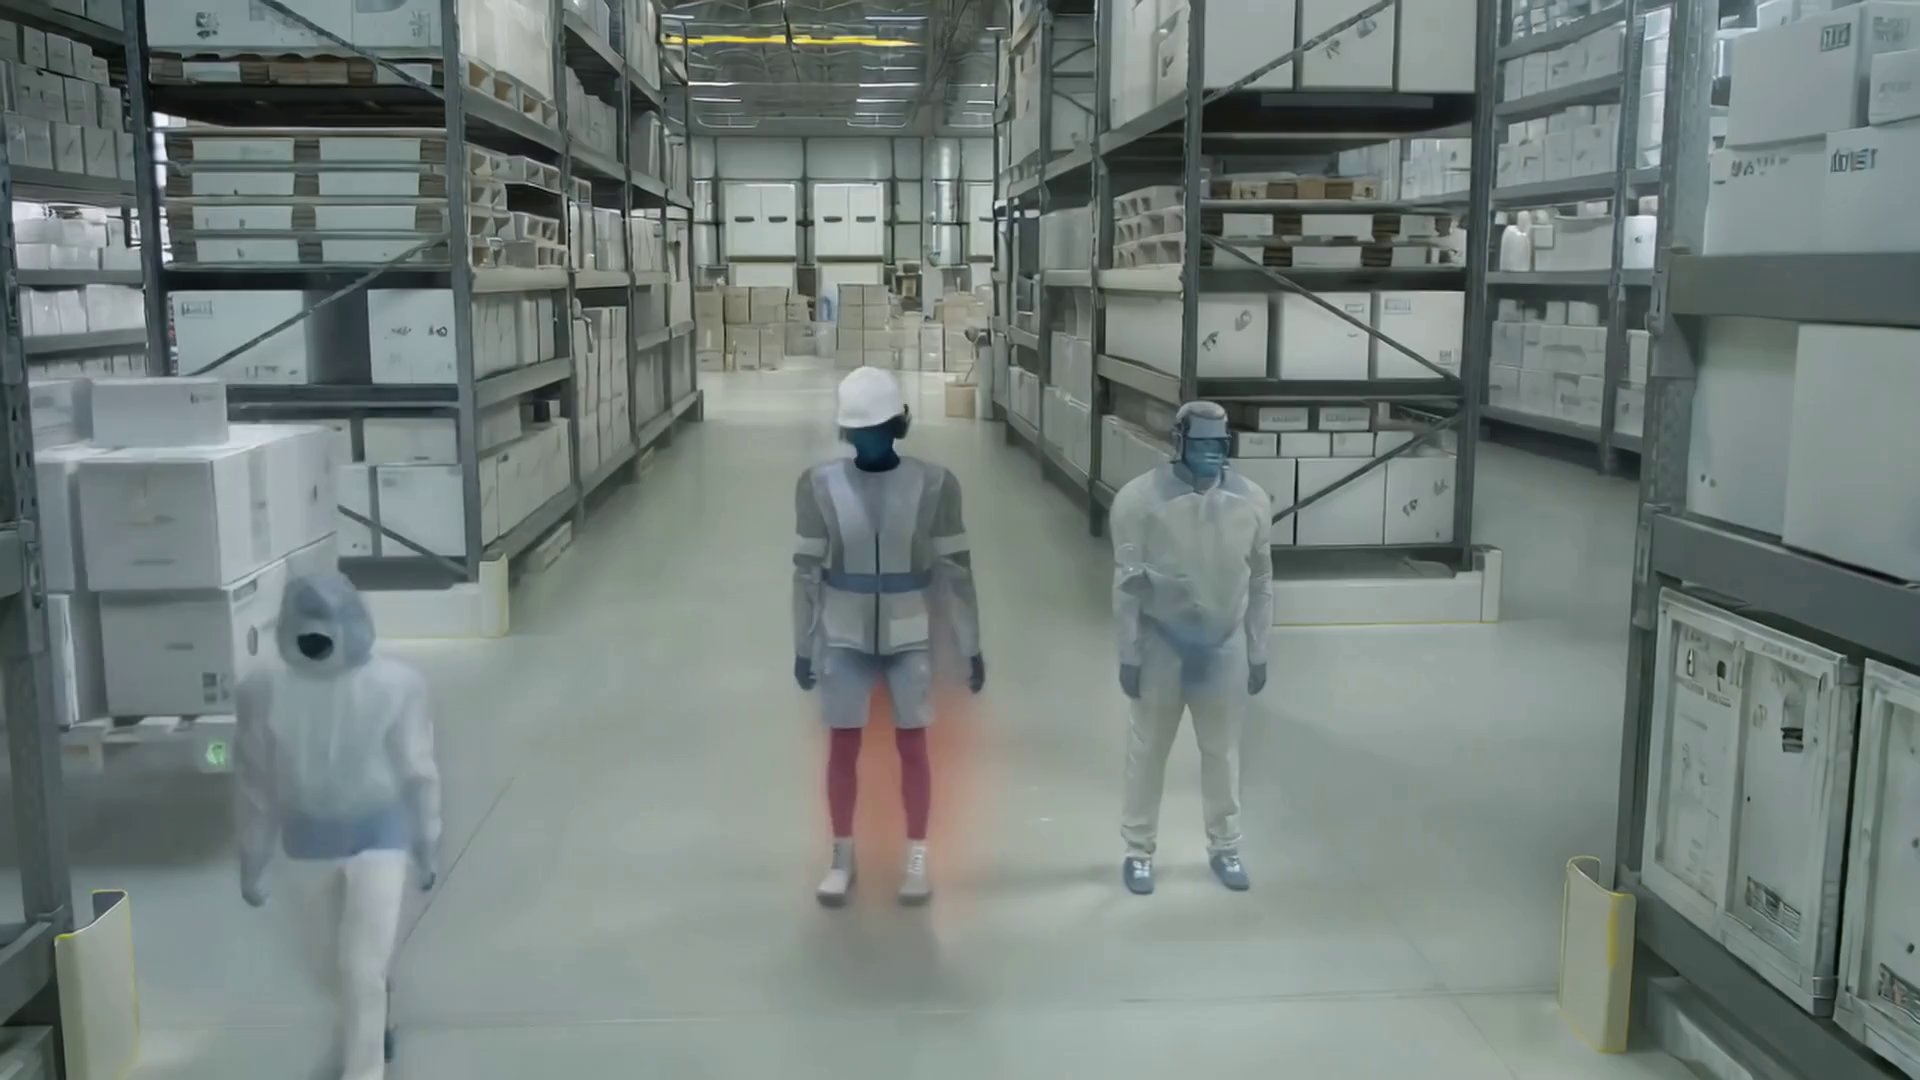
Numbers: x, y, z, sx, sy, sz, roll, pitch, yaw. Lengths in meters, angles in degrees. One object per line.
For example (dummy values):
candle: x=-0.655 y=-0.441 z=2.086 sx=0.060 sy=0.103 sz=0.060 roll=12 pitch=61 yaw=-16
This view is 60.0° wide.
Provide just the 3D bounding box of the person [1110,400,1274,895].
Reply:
person: x=0.888 y=0.417 z=6.320 sx=0.636 sy=1.900 sz=0.396 roll=-1 pitch=9 yaw=-7

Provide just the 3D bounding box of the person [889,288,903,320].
person: x=-2.280 y=-7.796 z=57.780 sx=0.635 sy=1.928 sz=0.381 roll=3 pitch=10 yaw=18

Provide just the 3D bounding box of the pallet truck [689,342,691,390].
pallet truck: x=-5.225 y=-3.008 z=27.480 sx=1.885 sy=1.965 sz=0.823 roll=2 pitch=9 yaw=14

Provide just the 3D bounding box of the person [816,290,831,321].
person: x=-4.188 y=-6.813 z=51.742 sx=0.690 sy=1.901 sz=0.648 roll=0 pitch=9 yaw=2

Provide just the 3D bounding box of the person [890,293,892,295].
person: x=-2.543 y=-8.447 z=62.581 sx=0.532 sy=1.694 sz=0.319 roll=0 pitch=9 yaw=-2

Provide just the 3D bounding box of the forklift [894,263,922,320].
forklift: x=-1.986 y=-9.019 z=62.461 sx=1.129 sy=2.768 sz=1.873 roll=-1 pitch=9 yaw=-4

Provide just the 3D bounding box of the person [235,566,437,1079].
person: x=-1.697 y=0.831 z=4.621 sx=0.509 sy=1.601 sz=0.772 roll=-1 pitch=9 yaw=-4

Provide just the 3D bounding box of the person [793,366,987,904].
person: x=-0.265 y=0.370 z=6.166 sx=0.711 sy=2.029 sz=0.448 roll=0 pitch=9 yaw=-1
